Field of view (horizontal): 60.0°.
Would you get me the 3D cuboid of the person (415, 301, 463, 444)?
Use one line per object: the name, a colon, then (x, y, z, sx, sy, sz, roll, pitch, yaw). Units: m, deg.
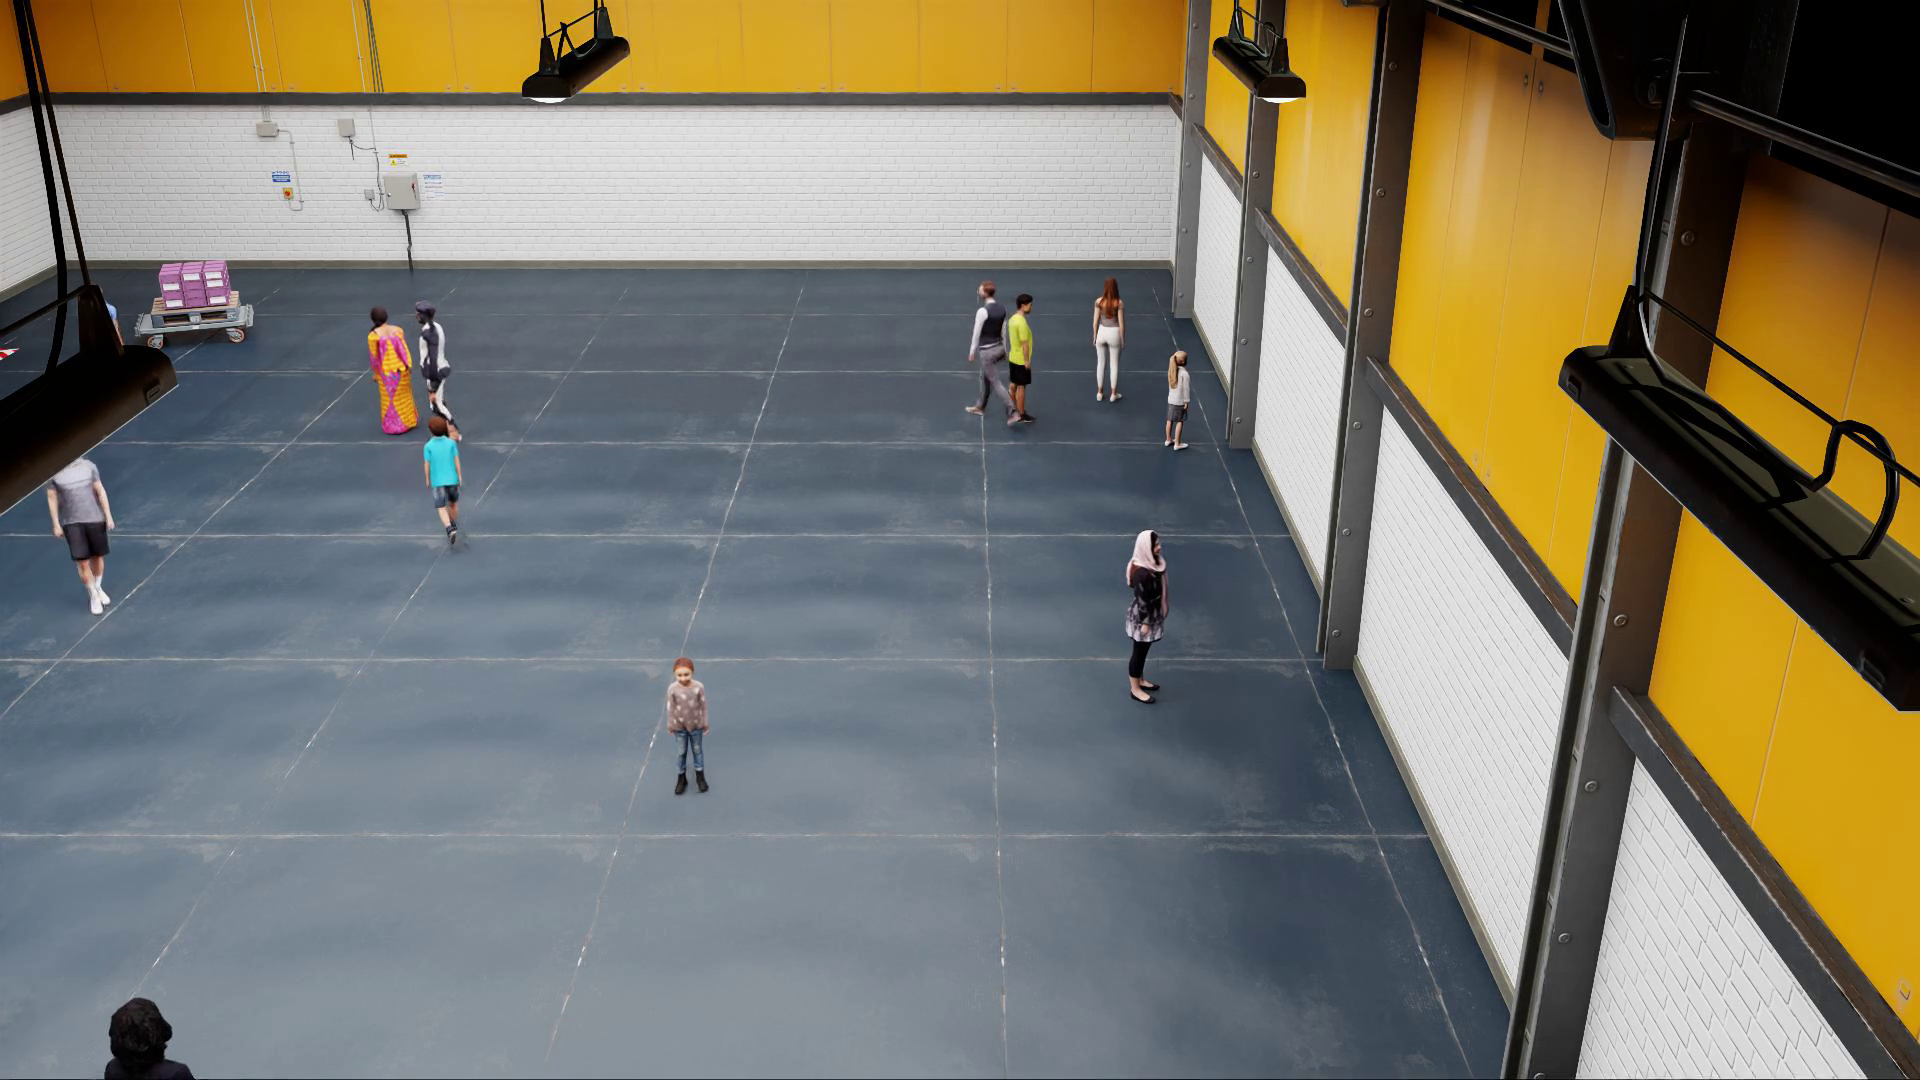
person: (-6.611, -2.104, 21.066, 0.817, 1.885, 0.685, -6, 24, -14)

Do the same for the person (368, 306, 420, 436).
person: (-7.410, -2.234, 21.648, 0.890, 1.658, 0.823, 19, 30, 37)

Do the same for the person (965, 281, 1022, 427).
person: (0.478, -2.412, 21.744, 1.214, 1.906, 1.251, 17, 29, 34)

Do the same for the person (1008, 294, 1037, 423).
person: (0.791, -2.418, 22.008, 0.750, 1.706, 0.596, -8, 25, -19)

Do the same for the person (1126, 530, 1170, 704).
person: (1.671, 0.666, 15.038, 0.755, 1.638, 0.645, 6, 24, 14)

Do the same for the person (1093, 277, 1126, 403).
person: (2.034, -2.748, 22.740, 0.647, 1.724, 0.629, 8, 25, 17)

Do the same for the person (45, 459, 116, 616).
person: (-8.877, -0.220, 16.788, 0.903, 1.860, 0.970, -18, 30, -36)

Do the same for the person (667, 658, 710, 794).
person: (-2.236, 1.502, 13.679, 0.509, 1.194, 0.500, -3, 24, -8)

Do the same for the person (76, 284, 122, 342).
person: (-11.359, -2.542, 22.122, 0.793, 1.841, 0.879, -11, 26, -23)

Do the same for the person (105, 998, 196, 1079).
person: (-4.254, 3.297, 8.827, 0.844, 1.791, 1.192, 5, 24, 12)

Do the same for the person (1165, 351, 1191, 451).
person: (2.760, -1.789, 21.108, 0.657, 1.275, 0.587, -16, 28, -33)

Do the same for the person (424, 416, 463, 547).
person: (-5.663, -0.651, 18.309, 0.794, 1.430, 0.968, -13, 27, -27)
